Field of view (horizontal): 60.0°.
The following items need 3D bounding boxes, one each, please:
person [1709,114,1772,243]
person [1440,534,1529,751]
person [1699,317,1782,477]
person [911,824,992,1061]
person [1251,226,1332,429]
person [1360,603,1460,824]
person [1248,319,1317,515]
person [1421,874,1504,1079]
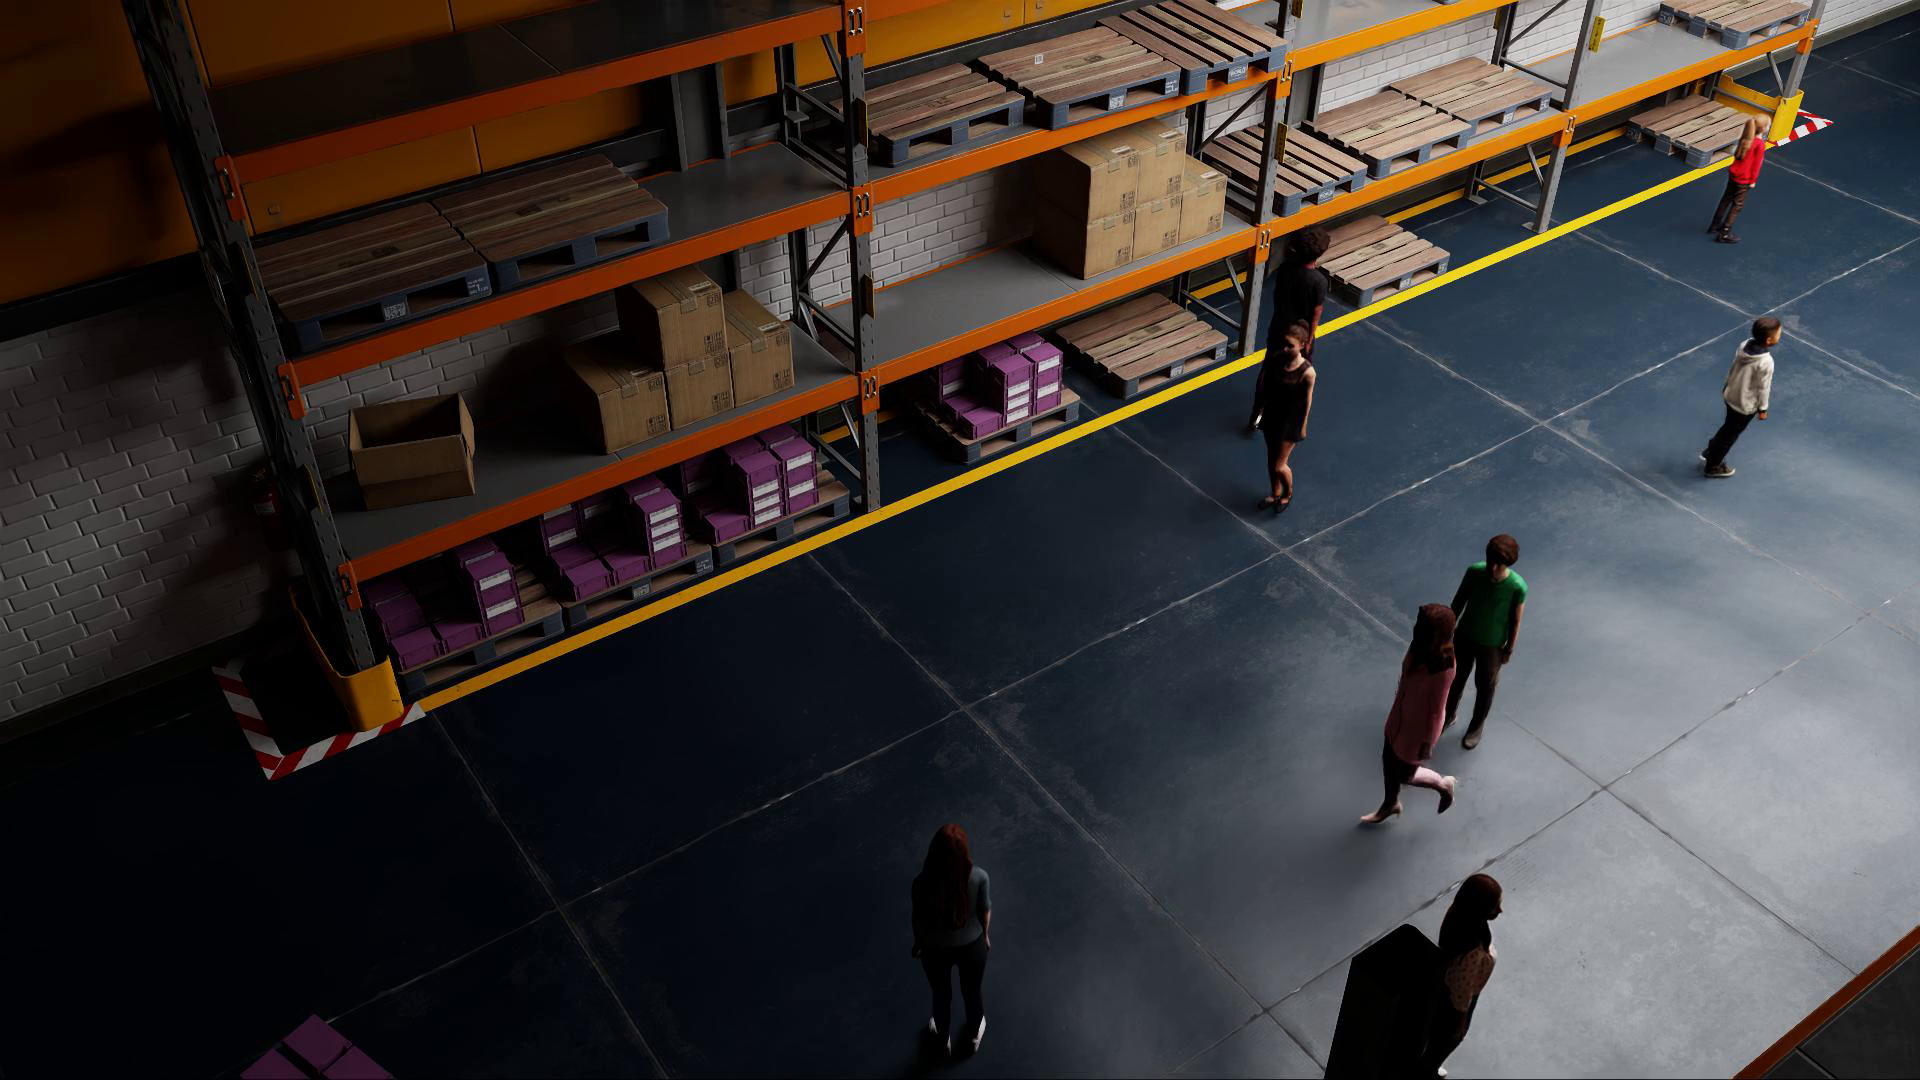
[{"bbox_3d":[7.669,-3.566,16.315,0.598,1.278,0.574,-5,39,-6],"label":"person"},{"bbox_3d":[3.389,0.608,10.790,0.669,1.650,0.650,26,45,28],"label":"person"},{"bbox_3d":[6.097,-1.109,13.104,0.676,1.444,0.656,-1,39,-1],"label":"person"},{"bbox_3d":[-0.039,2.144,8.793,0.635,1.742,0.728,-3,39,-3],"label":"person"},{"bbox_3d":[2.681,-1.701,13.605,0.959,1.745,1.217,19,42,22],"label":"person"},{"bbox_3d":[2.838,1.099,10.068,0.936,1.784,0.805,-8,39,-10],"label":"person"},{"bbox_3d":[2.529,-0.963,12.743,0.622,1.668,0.591,-27,46,-30],"label":"person"},{"bbox_3d":[2.522,2.335,8.566,0.693,1.728,0.646,4,39,5],"label":"person"}]
